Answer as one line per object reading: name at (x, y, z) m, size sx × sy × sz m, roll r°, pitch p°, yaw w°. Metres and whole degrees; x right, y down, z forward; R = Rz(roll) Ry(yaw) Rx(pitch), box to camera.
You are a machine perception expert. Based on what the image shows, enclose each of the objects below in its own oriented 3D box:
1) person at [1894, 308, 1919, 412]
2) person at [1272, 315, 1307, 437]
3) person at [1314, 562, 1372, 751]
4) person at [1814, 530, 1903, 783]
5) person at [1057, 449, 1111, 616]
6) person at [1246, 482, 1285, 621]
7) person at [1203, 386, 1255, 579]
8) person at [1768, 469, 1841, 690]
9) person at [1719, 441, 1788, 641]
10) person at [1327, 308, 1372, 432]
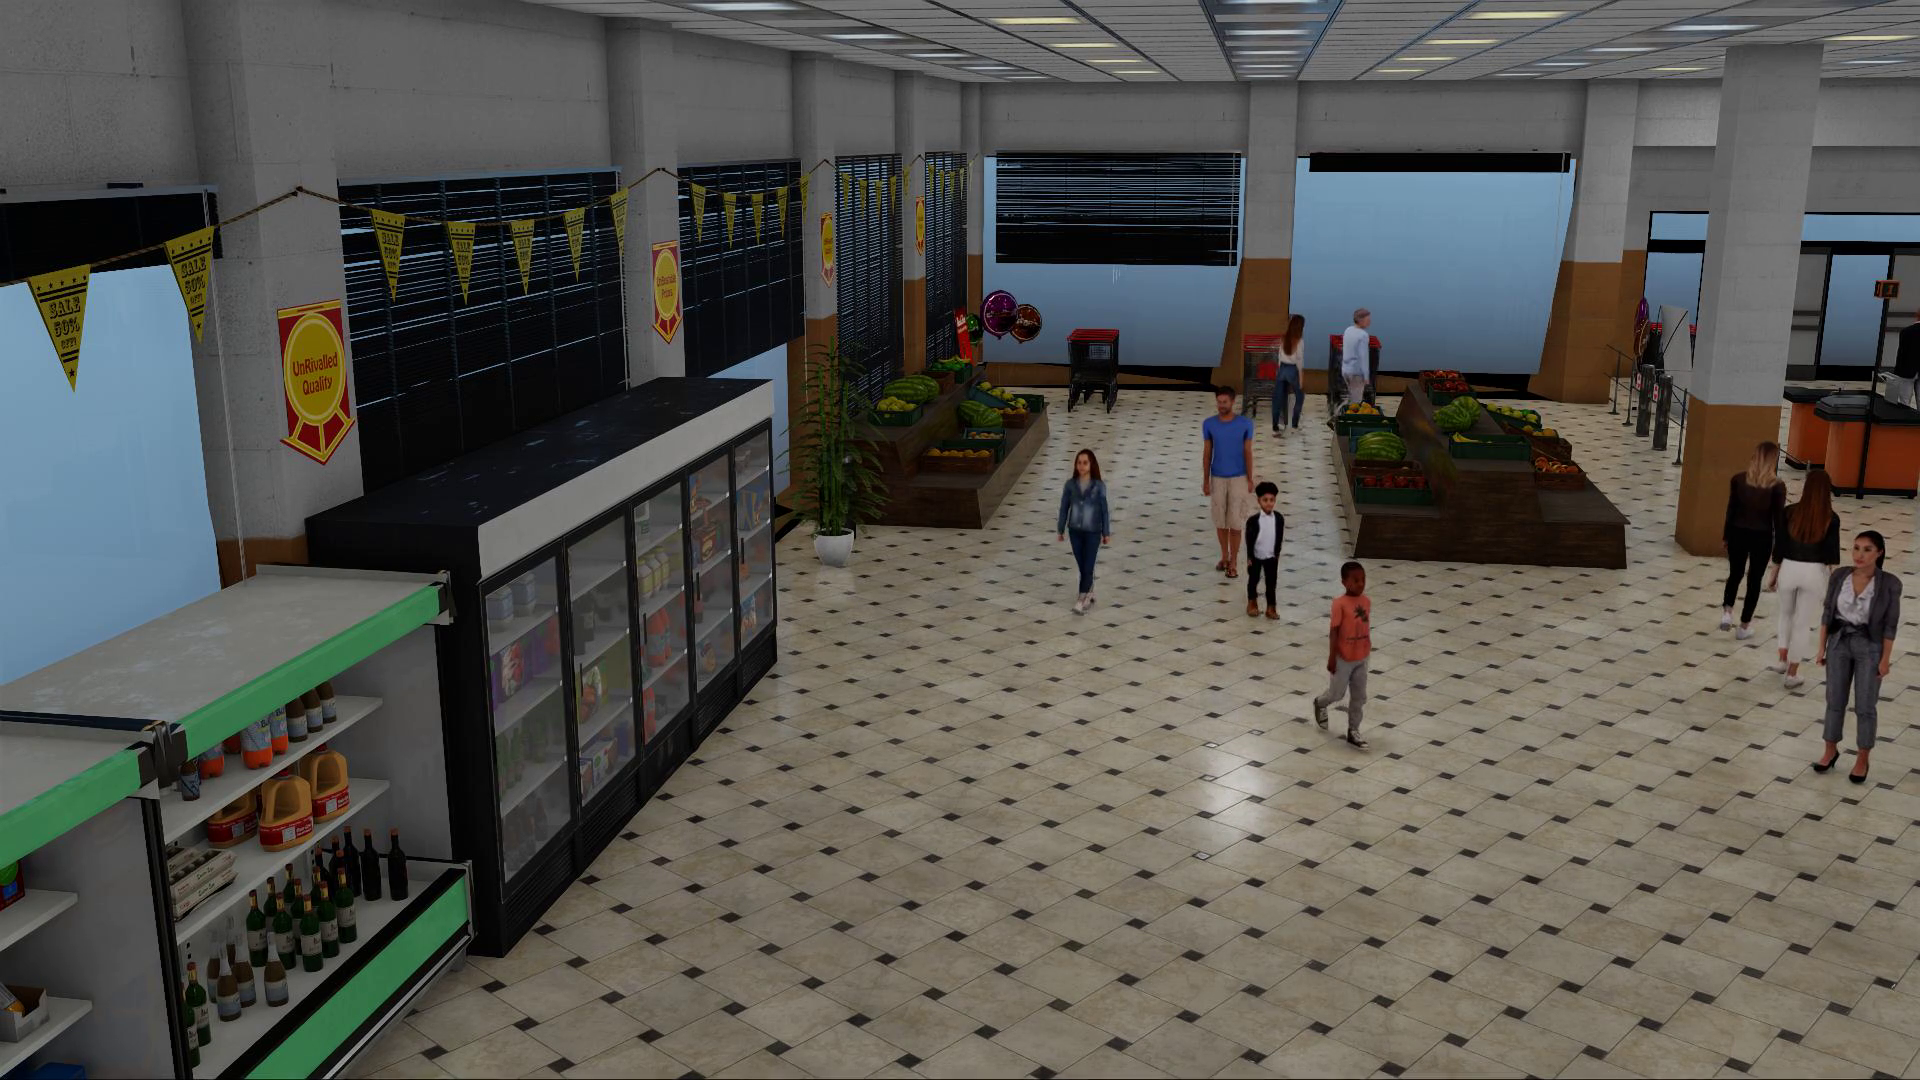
person at (13.310, -2.359, 23.142) m, size 0.693 × 1.948 × 0.568 m, roll 3°, pitch 14°, yaw 10°
person at (4.593, -2.281, 23.344) m, size 0.928 × 1.702 × 1.001 m, roll 12°, pitch 18°, yaw 42°
person at (2.679, 0.782, 11.582) m, size 0.732 × 1.294 × 0.896 m, roll -5°, pitch 15°, yaw -20°
person at (5.889, 0.746, 10.920) m, size 0.760 × 1.676 × 0.717 m, roll -12°, pitch 18°, yaw -40°
person at (1.136, -0.080, 14.797) m, size 0.740 × 1.453 × 0.992 m, roll 6°, pitch 15°, yaw 23°
person at (2.648, 0.080, 14.658) m, size 0.613 × 1.207 × 0.751 m, roll -1°, pitch 14°, yaw -4°
person at (2.624, -0.593, 16.118) m, size 0.739 × 1.828 × 0.963 m, roll 5°, pitch 14°, yaw 19°
person at (6.397, 0.311, 12.683) m, size 0.735 × 1.690 × 0.769 m, roll 11°, pitch 18°, yaw 39°
person at (6.561, 0.024, 13.852) m, size 0.785 × 1.696 × 0.833 m, roll 12°, pitch 18°, yaw 42°
person at (5.343, -2.252, 22.881) m, size 0.912 × 1.863 × 0.858 m, roll -5°, pitch 15°, yaw -22°
